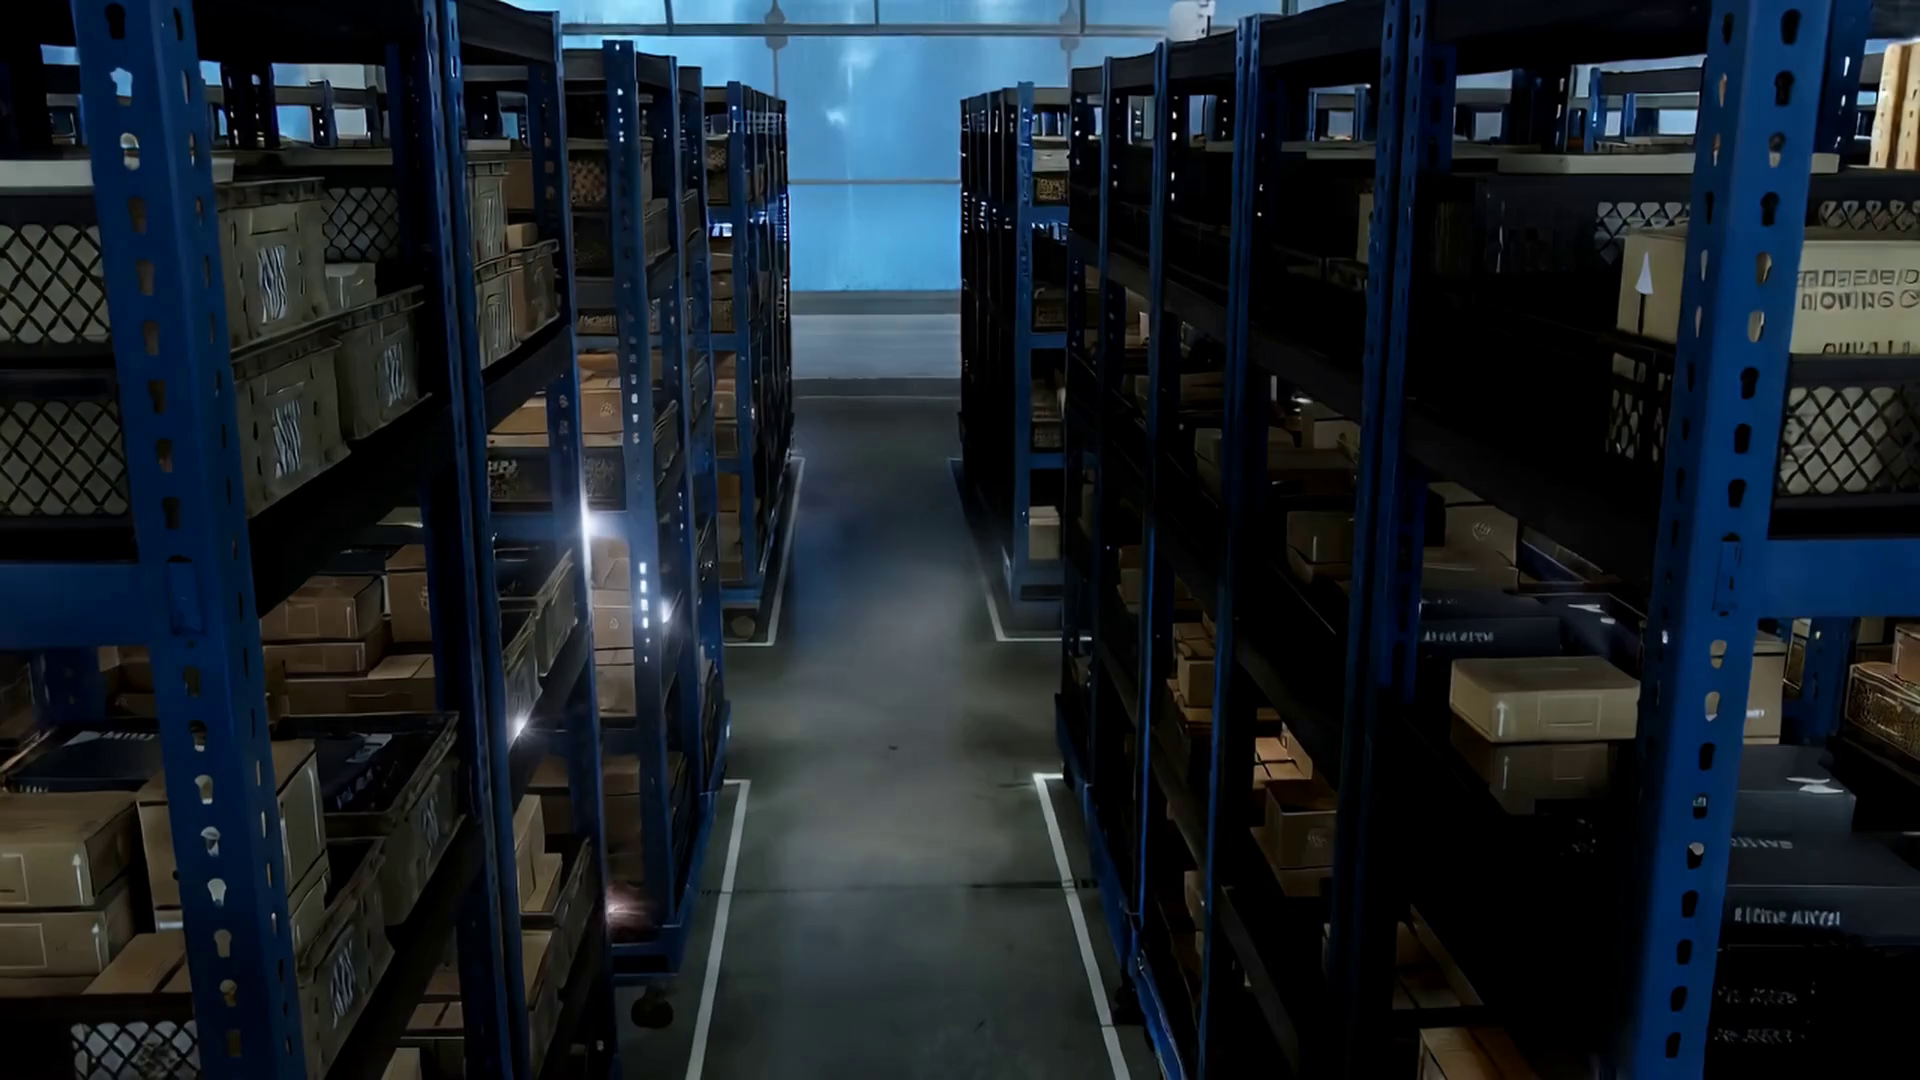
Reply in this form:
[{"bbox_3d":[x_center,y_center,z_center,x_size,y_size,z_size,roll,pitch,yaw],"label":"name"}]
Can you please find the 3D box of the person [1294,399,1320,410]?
[{"bbox_3d":[1.950,0.090,9.607,0.600,1.830,0.403,-10,17,-35],"label":"person"}]
